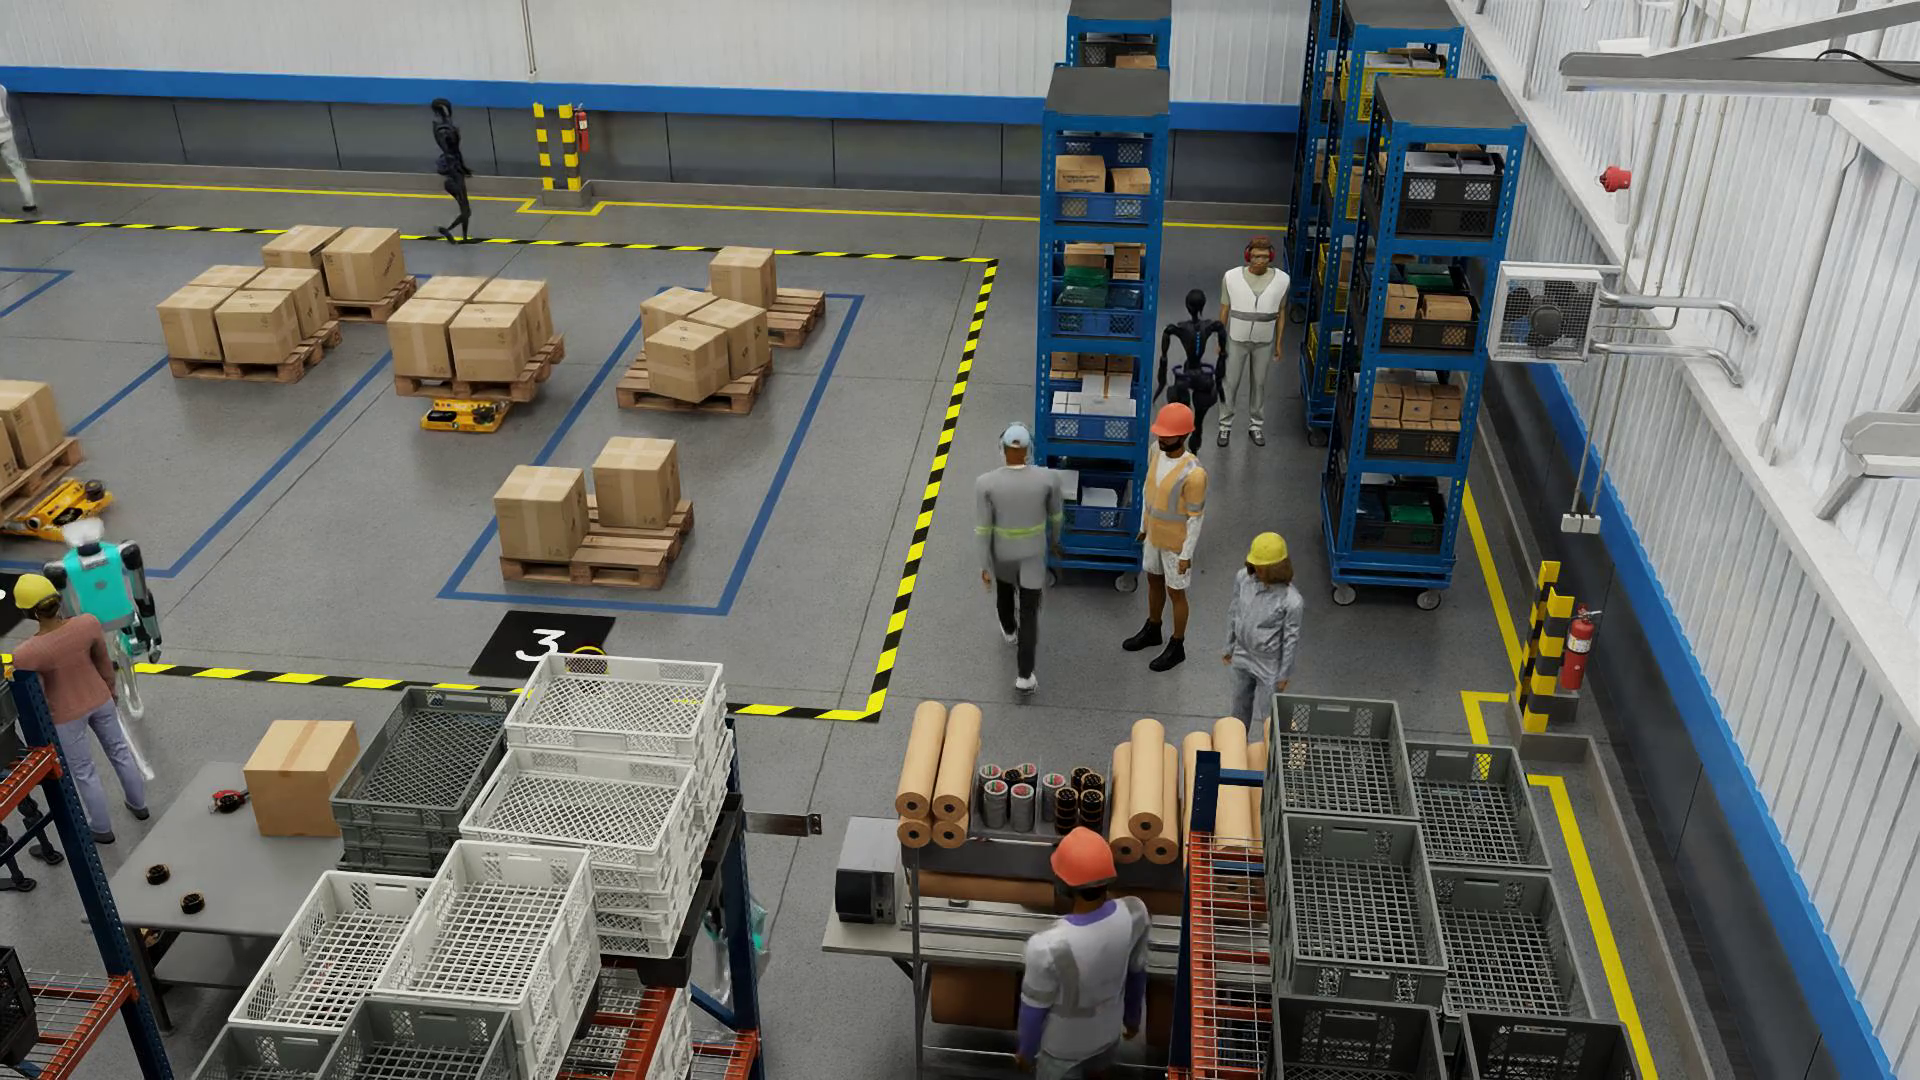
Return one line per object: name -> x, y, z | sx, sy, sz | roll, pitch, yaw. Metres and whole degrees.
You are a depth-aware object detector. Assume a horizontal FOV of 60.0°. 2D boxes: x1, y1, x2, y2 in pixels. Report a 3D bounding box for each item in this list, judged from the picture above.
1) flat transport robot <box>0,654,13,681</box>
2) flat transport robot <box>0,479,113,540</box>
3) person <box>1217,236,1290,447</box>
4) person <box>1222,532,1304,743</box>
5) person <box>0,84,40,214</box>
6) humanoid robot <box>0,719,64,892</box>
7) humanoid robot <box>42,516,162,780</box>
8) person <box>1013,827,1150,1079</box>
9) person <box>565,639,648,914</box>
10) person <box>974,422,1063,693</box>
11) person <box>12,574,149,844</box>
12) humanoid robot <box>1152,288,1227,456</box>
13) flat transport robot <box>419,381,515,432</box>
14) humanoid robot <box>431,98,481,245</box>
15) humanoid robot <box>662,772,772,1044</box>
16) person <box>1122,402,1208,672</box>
flat transport robot -> -7.142, 0.969, 11.010 | 1.431, 0.231, 0.659 | 3, 30, 6
flat transport robot -> -7.563, -0.283, 13.131 | 1.431, 0.197, 0.652 | 3, 30, 6
person -> 2.440, -1.674, 13.976 | 0.563, 1.849, 0.390 | 0, 30, 0
person -> 1.782, 0.714, 9.979 | 0.307, 1.742, 0.488 | -24, 38, -35
person -> -11.152, -4.650, 19.159 | 0.943, 1.784, 0.591 | 21, 36, 31
humanoid robot -> -5.406, 1.212, 9.176 | 0.315, 1.657, 0.599 | 9, 31, 16
humanoid robot -> -5.296, 0.555, 10.320 | 0.538, 1.782, 1.040 | -20, 36, -31
person -> 0.508, 2.110, 7.302 | 0.612, 2.031, 0.403 | -19, 35, -30
person -> -1.866, 1.333, 8.791 | 0.516, 1.873, 0.327 | -8, 31, -13
person -> 0.385, 0.085, 11.017 | 0.594, 1.801, 1.001 | 0, 30, -1
person -> -5.067, 0.960, 9.538 | 0.314, 1.765, 0.522 | 17, 34, 26
humanoid robot -> 1.861, -1.254, 13.422 | 0.602, 1.652, 0.332 | -3, 30, -5
flat transport robot -> -4.297, -1.384, 15.022 | 0.652, 0.197, 1.431 | 3, 30, 6
humanoid robot -> -5.555, -4.021, 18.183 | 0.432, 1.649, 0.599 | -2, 30, -4
humanoid robot -> -1.166, 1.728, 8.239 | 0.555, 1.774, 0.760 | 19, 35, 29
person -> 1.370, -0.031, 11.064 | 0.345, 1.942, 0.547 | -17, 34, -27
